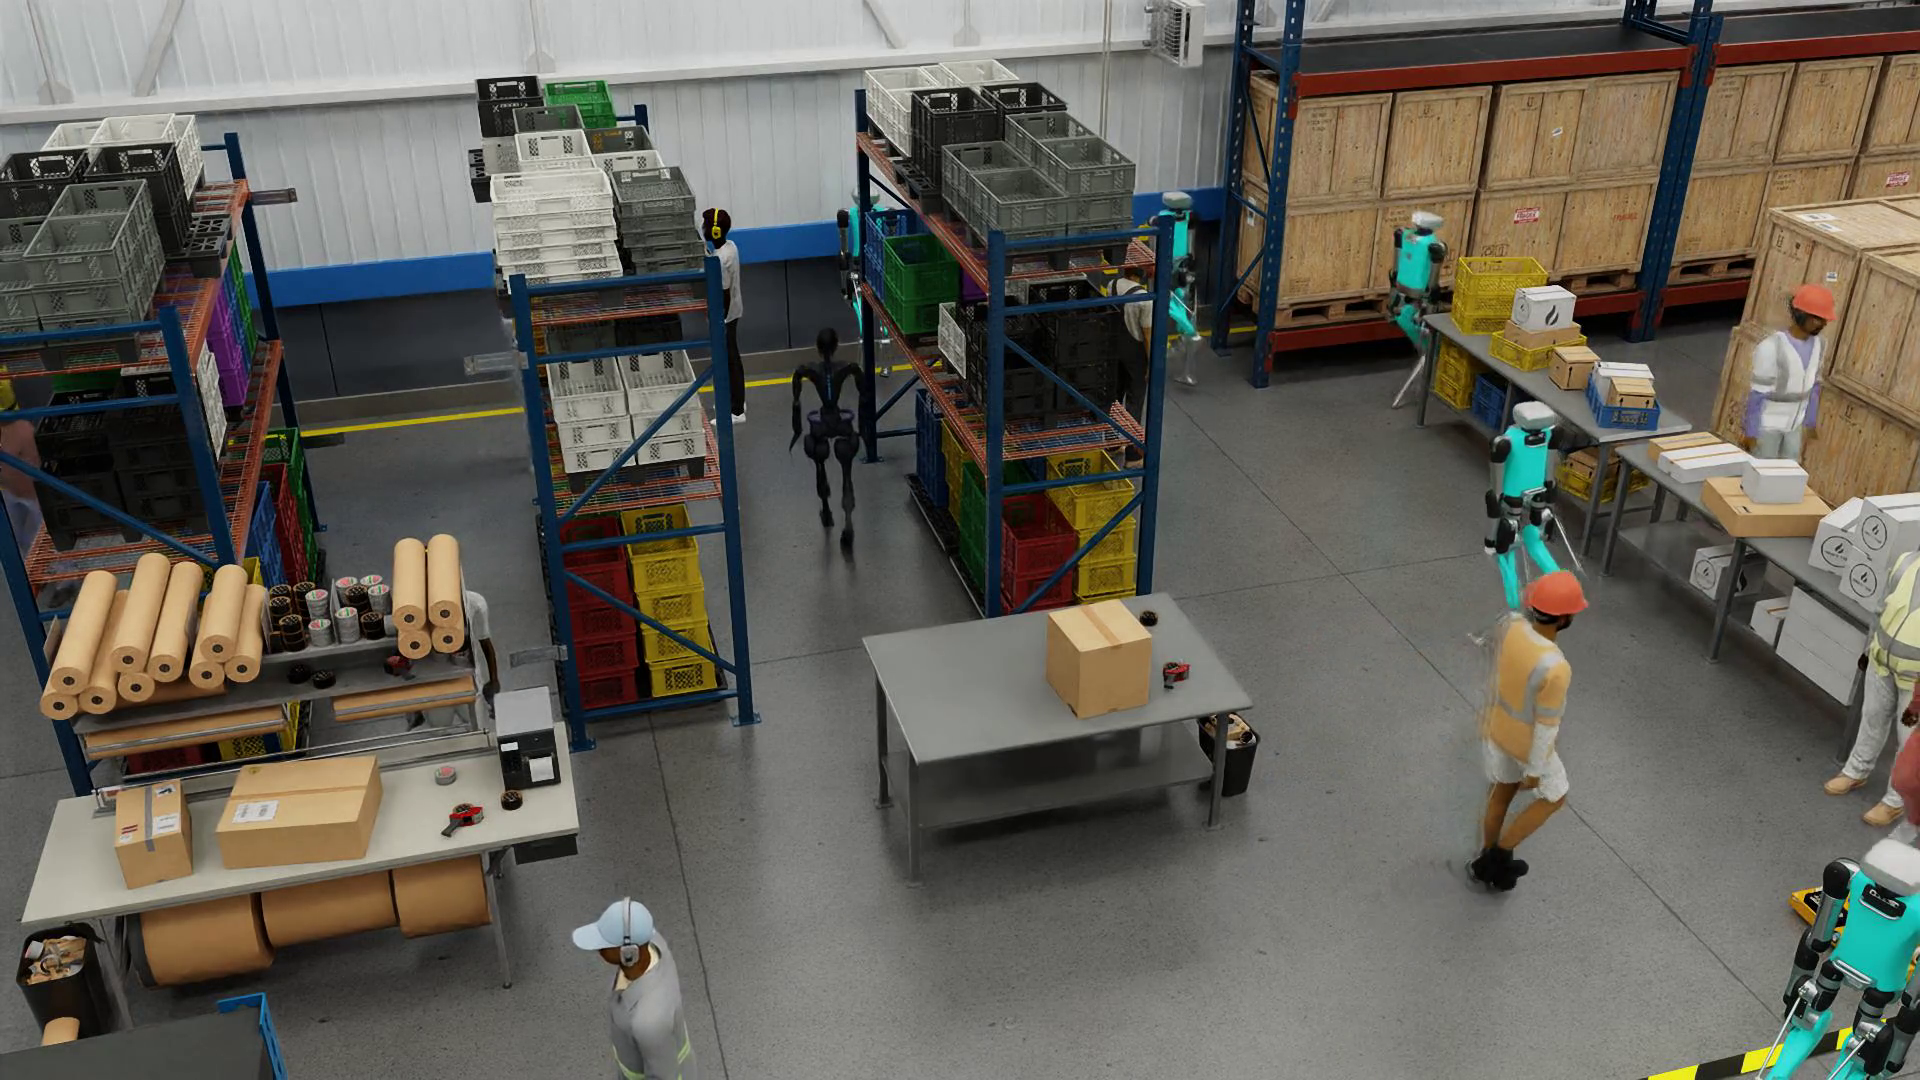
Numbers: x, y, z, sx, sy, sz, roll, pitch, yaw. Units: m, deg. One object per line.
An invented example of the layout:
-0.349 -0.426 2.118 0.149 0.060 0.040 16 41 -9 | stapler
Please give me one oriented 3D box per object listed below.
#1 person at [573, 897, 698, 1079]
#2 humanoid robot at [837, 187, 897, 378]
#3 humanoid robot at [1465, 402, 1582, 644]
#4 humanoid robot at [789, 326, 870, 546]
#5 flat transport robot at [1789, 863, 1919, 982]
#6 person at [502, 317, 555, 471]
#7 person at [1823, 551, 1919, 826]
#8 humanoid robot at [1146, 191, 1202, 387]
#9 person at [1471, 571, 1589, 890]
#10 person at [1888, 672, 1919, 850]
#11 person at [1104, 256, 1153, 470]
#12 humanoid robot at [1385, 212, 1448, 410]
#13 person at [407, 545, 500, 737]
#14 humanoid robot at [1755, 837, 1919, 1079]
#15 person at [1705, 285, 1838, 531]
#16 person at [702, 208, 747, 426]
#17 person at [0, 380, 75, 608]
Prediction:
-1.241 2.155 6.596 0.399 1.852 0.589 -7 30 -13 | person
-0.782 -2.174 14.457 0.533 1.673 0.735 -2 29 -3 | humanoid robot
3.654 0.025 10.610 0.545 1.778 0.895 -12 31 -21 | humanoid robot
-0.950 -0.760 12.109 0.601 1.636 0.692 -4 29 -7 | humanoid robot
5.163 1.916 8.676 1.431 0.231 0.659 -8 30 -14 | flat transport robot
-3.291 -1.341 13.091 0.422 1.720 0.536 12 31 20 | person
5.261 0.730 9.212 0.429 1.837 0.622 -11 31 -19 | person
1.950 -2.126 14.503 0.557 1.733 1.004 -18 34 -30 | humanoid robot
2.960 1.003 8.624 0.411 1.922 0.545 -9 30 -17 | person
5.249 0.973 8.694 0.462 1.893 0.625 -18 33 -29 | person
1.353 -1.445 13.155 0.346 1.846 0.506 -21 35 -33 | person
4.055 -1.957 14.276 0.791 1.833 0.561 -17 33 -27 | humanoid robot
-2.726 0.849 8.959 0.513 1.865 0.323 -5 29 -9 | person
3.519 2.029 6.802 0.735 1.681 0.533 -18 34 -29 | humanoid robot
5.860 -0.865 11.921 0.626 2.020 0.634 -11 31 -20 | person
-1.979 -1.863 13.889 0.328 1.872 0.508 -1 29 -2 | person
-6.290 -0.303 11.188 0.549 1.731 0.418 10 30 18 | person
